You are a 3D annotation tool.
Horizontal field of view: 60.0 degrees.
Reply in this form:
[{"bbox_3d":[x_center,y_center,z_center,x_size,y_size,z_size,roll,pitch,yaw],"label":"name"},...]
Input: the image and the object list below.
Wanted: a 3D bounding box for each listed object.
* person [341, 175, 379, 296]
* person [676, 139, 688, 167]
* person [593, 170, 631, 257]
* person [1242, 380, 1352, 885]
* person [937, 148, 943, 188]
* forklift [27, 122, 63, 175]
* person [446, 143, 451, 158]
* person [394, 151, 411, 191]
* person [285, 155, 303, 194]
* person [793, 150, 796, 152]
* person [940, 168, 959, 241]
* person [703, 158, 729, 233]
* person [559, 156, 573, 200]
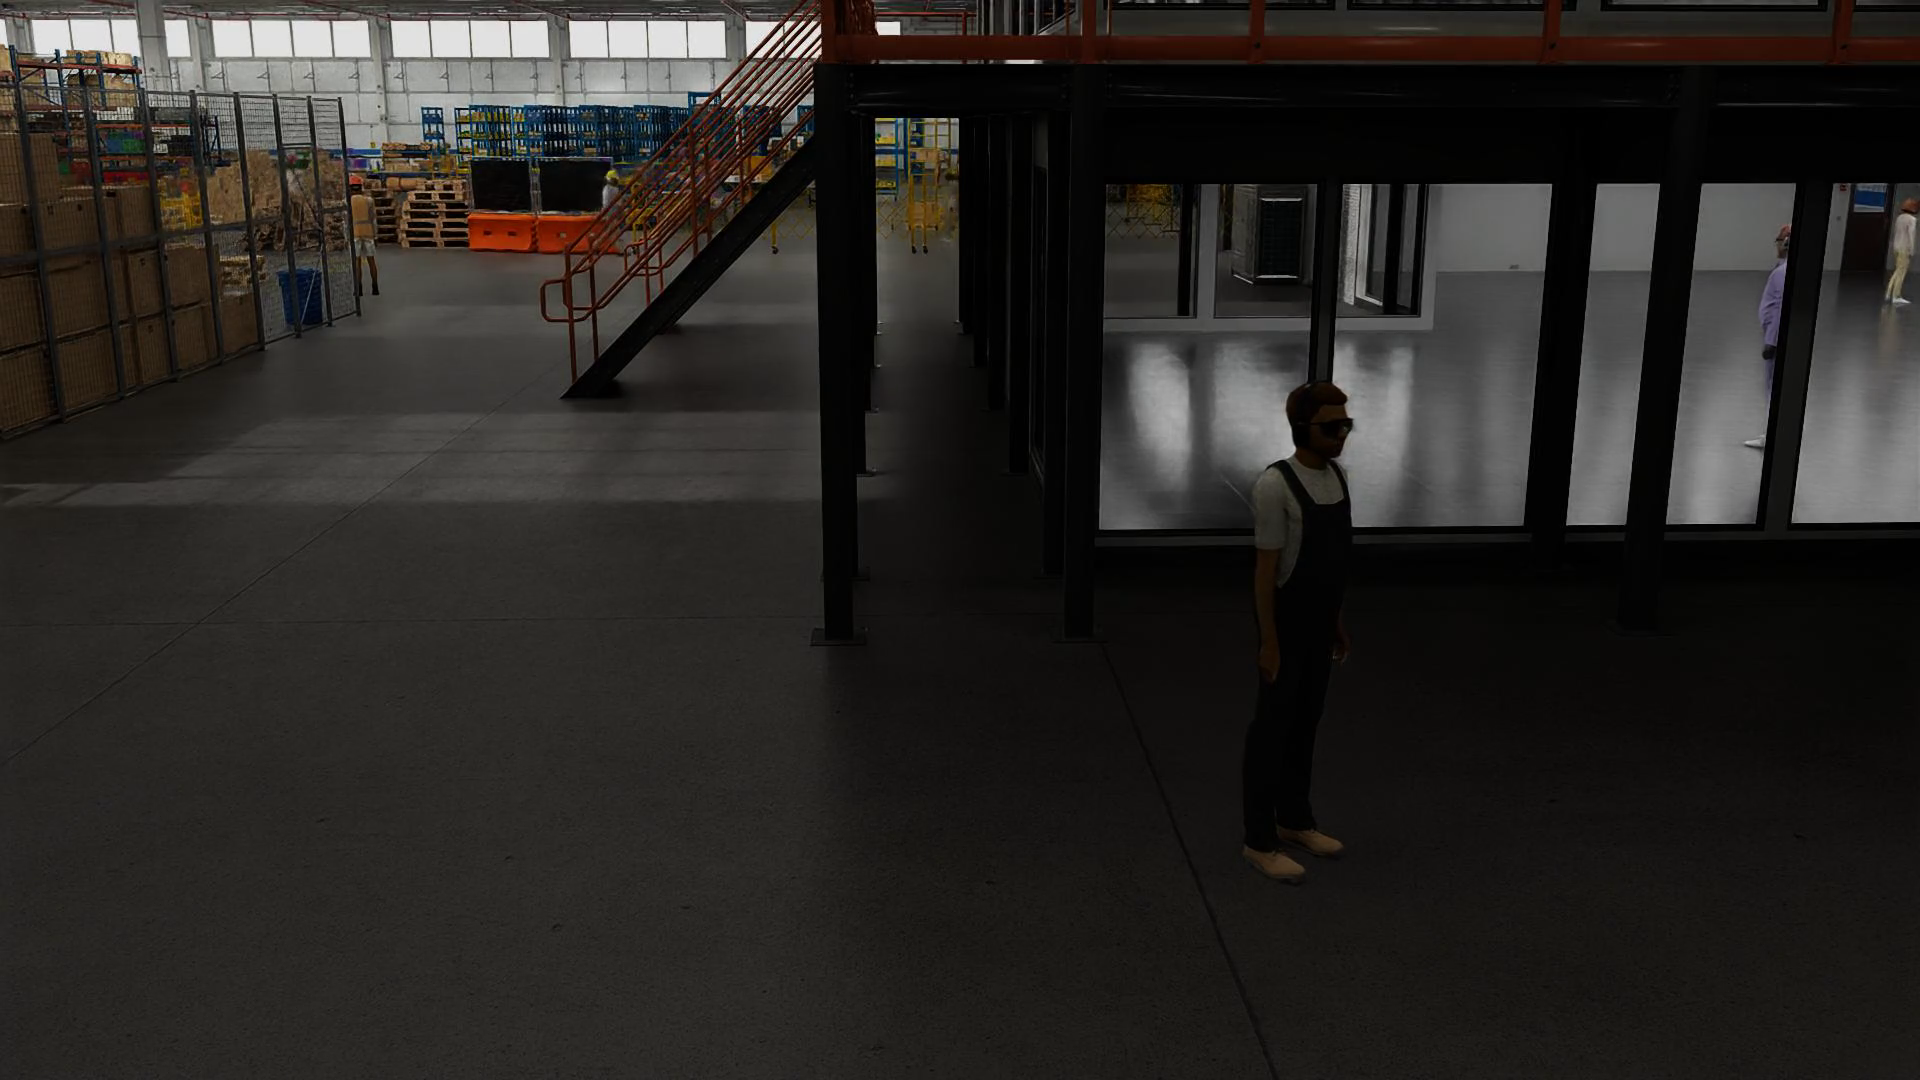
[{"bbox_3d":[-9.705,-4.920,26.928,0.542,1.929,0.368,-8,16,-29],"label":"person"},{"bbox_3d":[-13.618,-18.612,81.491,0.619,2.017,0.869,-1,14,-6],"label":"person"},{"bbox_3d":[-7.333,-6.838,34.849,0.777,1.810,0.590,2,14,6],"label":"person"},{"bbox_3d":[1.260,0.329,6.116,0.344,1.847,0.504,13,19,43],"label":"person"},{"bbox_3d":[-0.919,-16.229,72.455,0.328,1.769,0.526,4,15,17],"label":"person"},{"bbox_3d":[-35.376,-14.773,64.377,1.129,2.768,1.873,-1,14,-2],"label":"forklift"},{"bbox_3d":[-28.685,-21.382,93.195,0.953,1.701,0.569,-3,14,-13],"label":"person"},{"bbox_3d":[-22.779,-15.125,67.952,0.742,1.804,0.630,-4,15,-16],"label":"person"},{"bbox_3d":[-16.655,-8.557,41.367,0.646,1.968,0.807,8,16,28],"label":"person"},{"bbox_3d":[-8.199,-19.342,84.526,0.706,1.964,0.385,8,16,29],"label":"person"},{"bbox_3d":[-0.168,-7.952,39.440,0.574,1.727,0.499,-2,14,-8],"label":"person"},{"bbox_3d":[-6.145,-8.753,42.340,0.990,1.888,0.565,0,14,2],"label":"person"},{"bbox_3d":[-14.261,-13.079,60.184,0.498,1.604,0.788,-2,14,-9],"label":"person"}]
